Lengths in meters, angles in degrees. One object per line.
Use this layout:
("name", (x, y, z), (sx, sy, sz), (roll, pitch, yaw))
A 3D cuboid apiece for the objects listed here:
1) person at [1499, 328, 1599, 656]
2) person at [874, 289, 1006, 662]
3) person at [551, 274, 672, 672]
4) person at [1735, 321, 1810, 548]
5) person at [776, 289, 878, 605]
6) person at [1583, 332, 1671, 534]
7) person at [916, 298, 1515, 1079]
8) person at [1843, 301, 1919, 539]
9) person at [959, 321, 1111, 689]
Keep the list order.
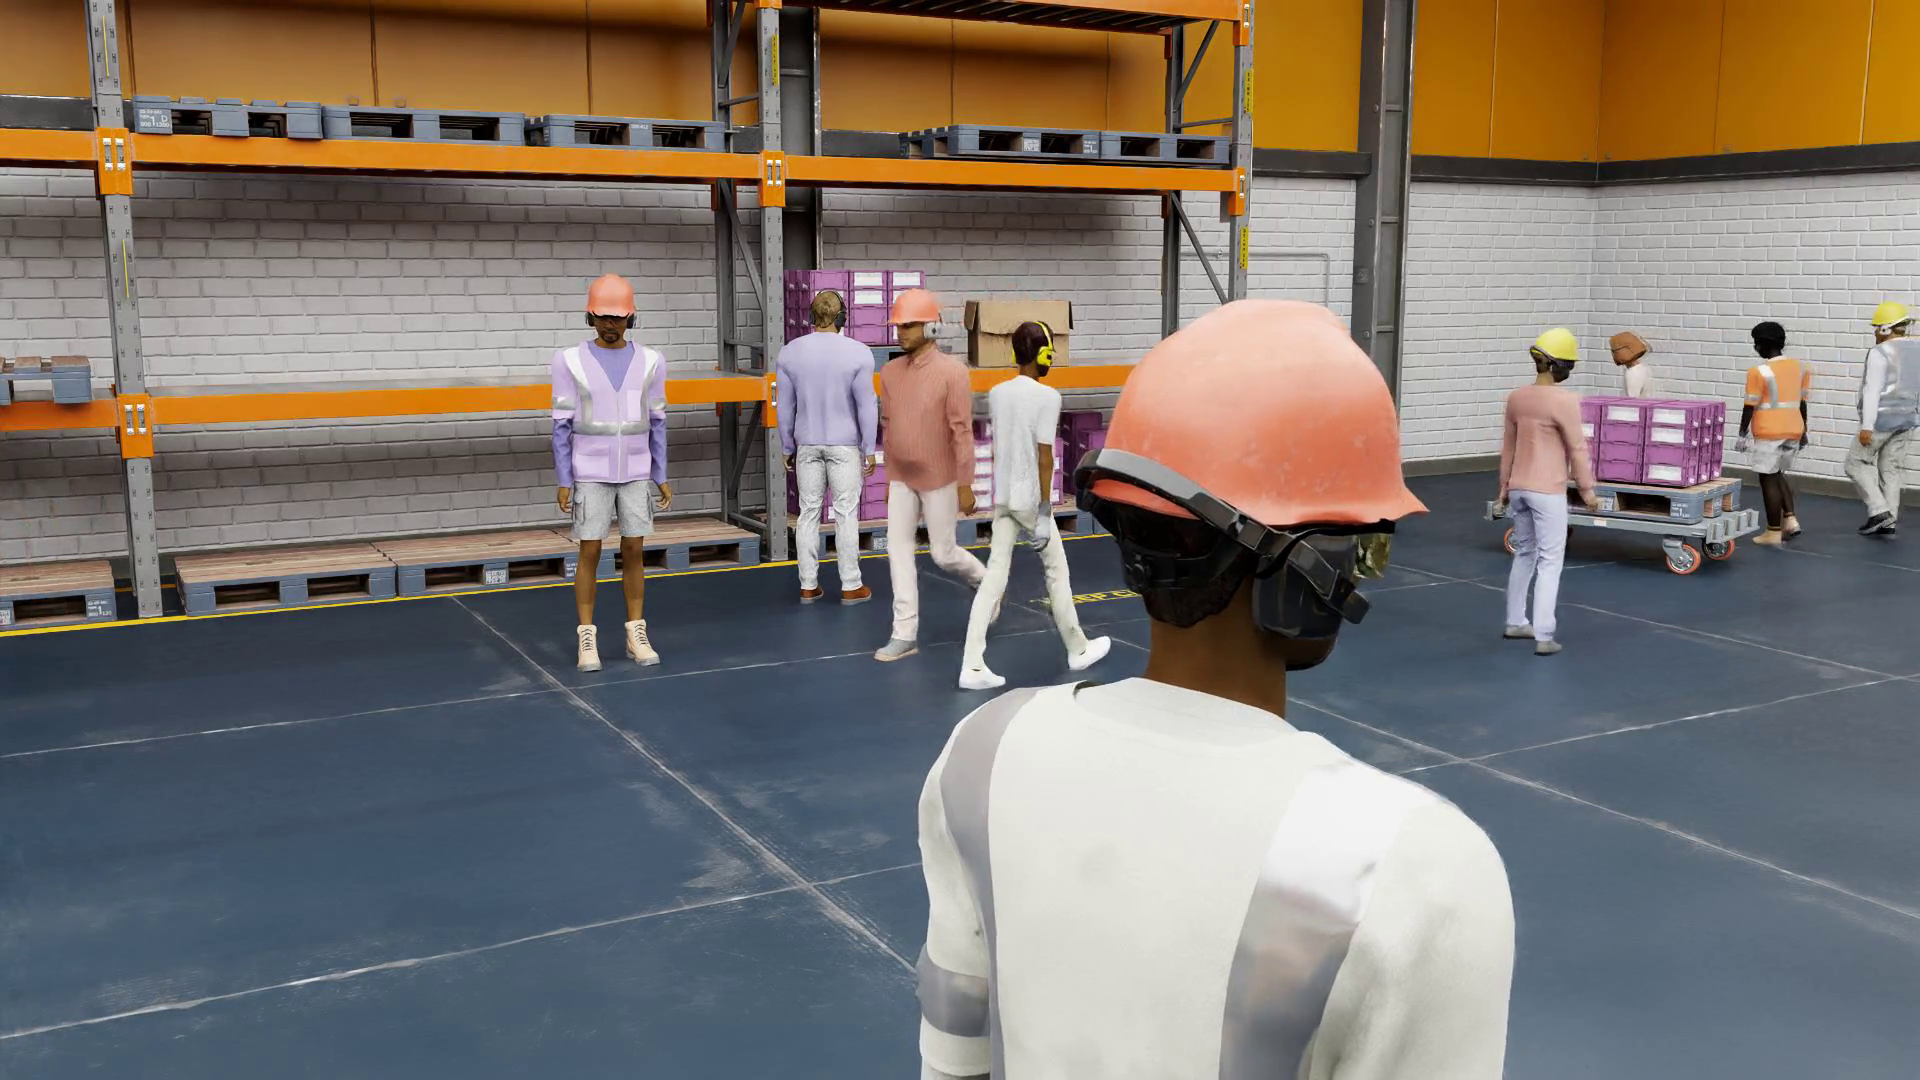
("person", (3.152, -0.263, 8.975), (0.382, 1.746, 0.526), (-3, 10, -17))
("person", (-0.112, -0.358, 8.902), (0.631, 1.969, 0.814), (8, 12, 40))
("person", (-1.780, -0.339, 8.570), (0.605, 2.034, 0.392), (-5, 10, -26))
("person", (6.005, -0.774, 12.289), (0.550, 1.671, 0.370), (-4, 10, -21))
("person", (-0.809, -0.563, 10.219), (0.635, 1.937, 0.352), (2, 10, 13))
("person", (5.235, -0.835, 12.971), (0.888, 1.572, 0.555), (4, 10, 21))
("person", (0.237, 0.802, 1.580), (0.395, 2.042, 0.611), (-9, 13, -44))
("person", (7.047, -0.904, 12.668), (0.621, 1.813, 0.431), (-4, 10, -24))
("person", (0.342, -0.180, 8.297), (1.017, 1.804, 0.534), (-9, 13, -44))
